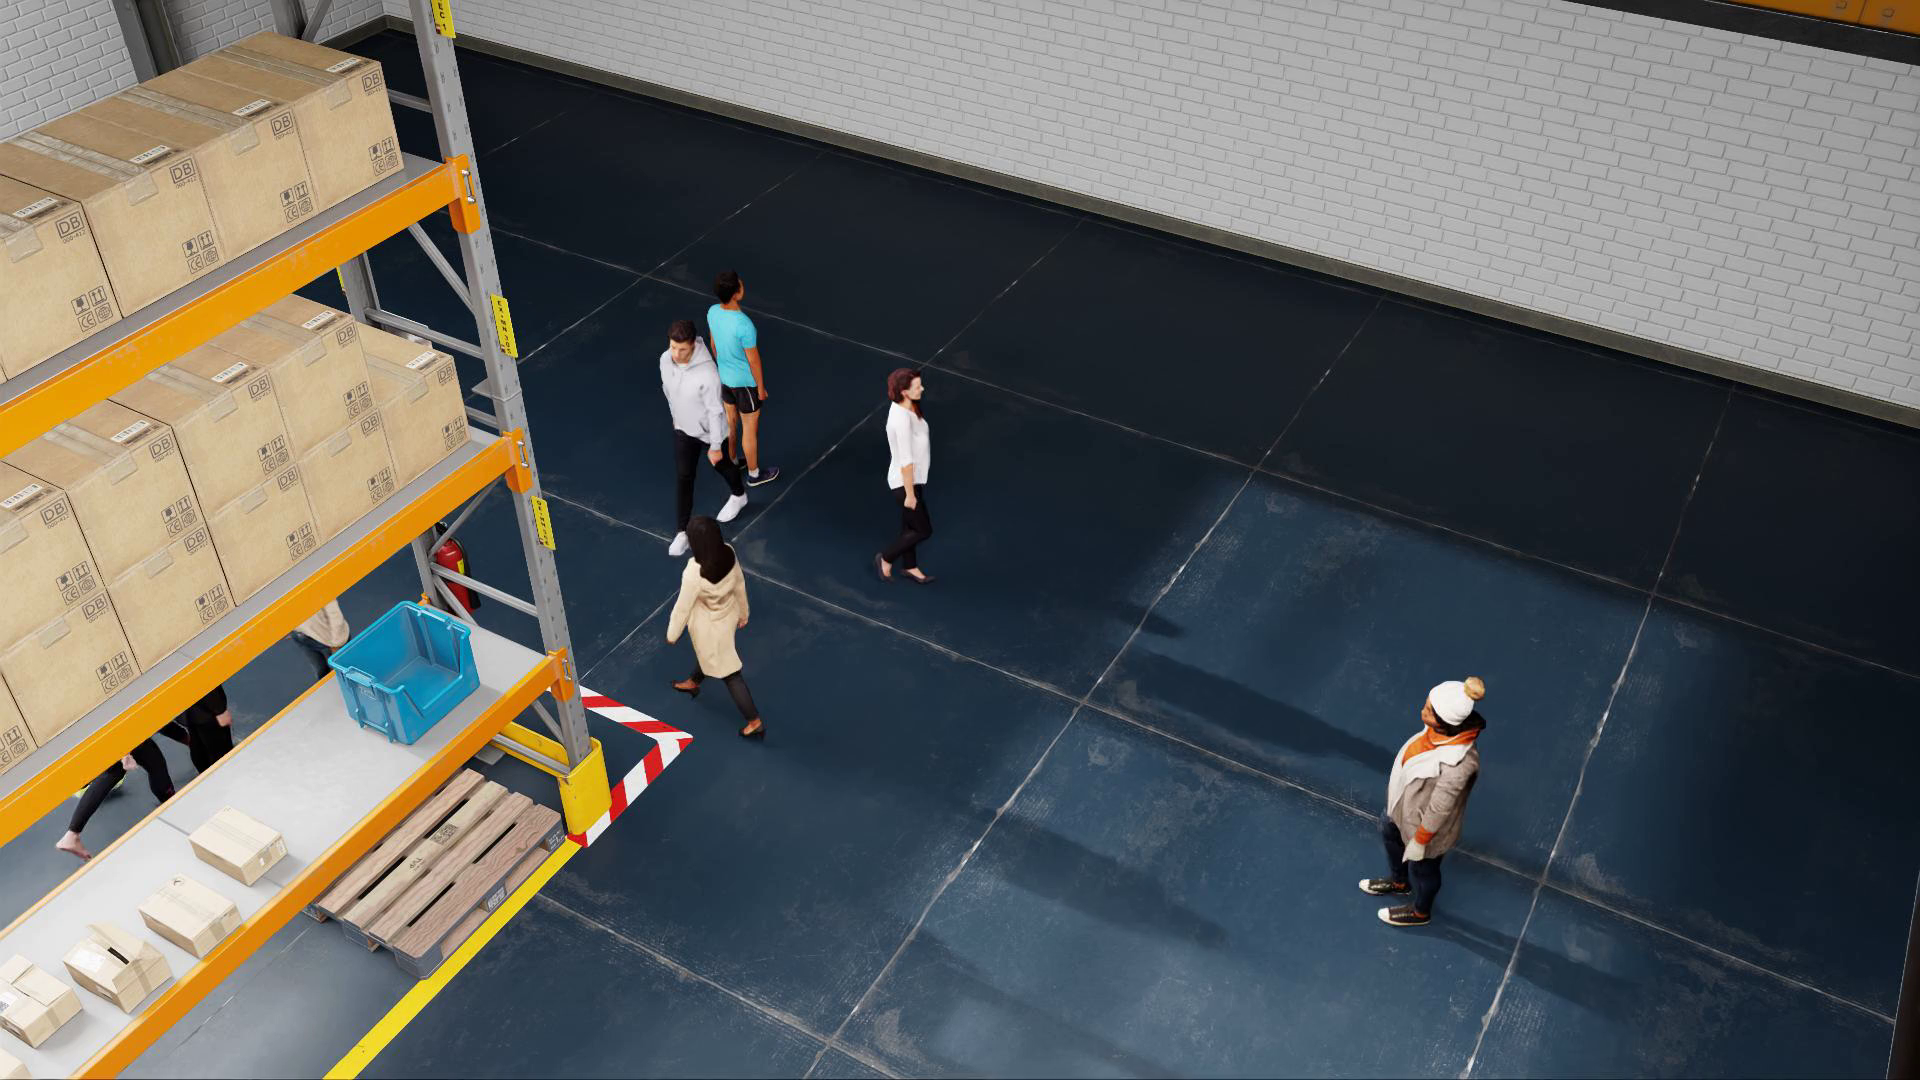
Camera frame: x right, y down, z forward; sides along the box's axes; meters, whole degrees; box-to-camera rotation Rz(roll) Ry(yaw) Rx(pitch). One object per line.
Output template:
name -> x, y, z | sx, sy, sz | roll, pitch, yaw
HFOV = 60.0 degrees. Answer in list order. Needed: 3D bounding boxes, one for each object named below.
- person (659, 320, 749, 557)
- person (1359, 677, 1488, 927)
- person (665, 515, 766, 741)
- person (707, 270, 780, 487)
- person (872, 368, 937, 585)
person -> -1.785, -0.840, 11.786 | 0.766, 1.866, 1.170 | 20, 43, 23
person -> 2.623, 1.412, 8.952 | 0.897, 1.883, 0.773 | 3, 39, 3
person -> -1.417, 0.586, 10.176 | 0.713, 1.647, 0.941 | 18, 42, 21
person -> -1.644, -1.192, 12.299 | 0.646, 1.777, 0.574 | 27, 46, 30
person -> -0.443, -0.385, 11.281 | 0.825, 1.787, 0.759 | 1, 39, 1
